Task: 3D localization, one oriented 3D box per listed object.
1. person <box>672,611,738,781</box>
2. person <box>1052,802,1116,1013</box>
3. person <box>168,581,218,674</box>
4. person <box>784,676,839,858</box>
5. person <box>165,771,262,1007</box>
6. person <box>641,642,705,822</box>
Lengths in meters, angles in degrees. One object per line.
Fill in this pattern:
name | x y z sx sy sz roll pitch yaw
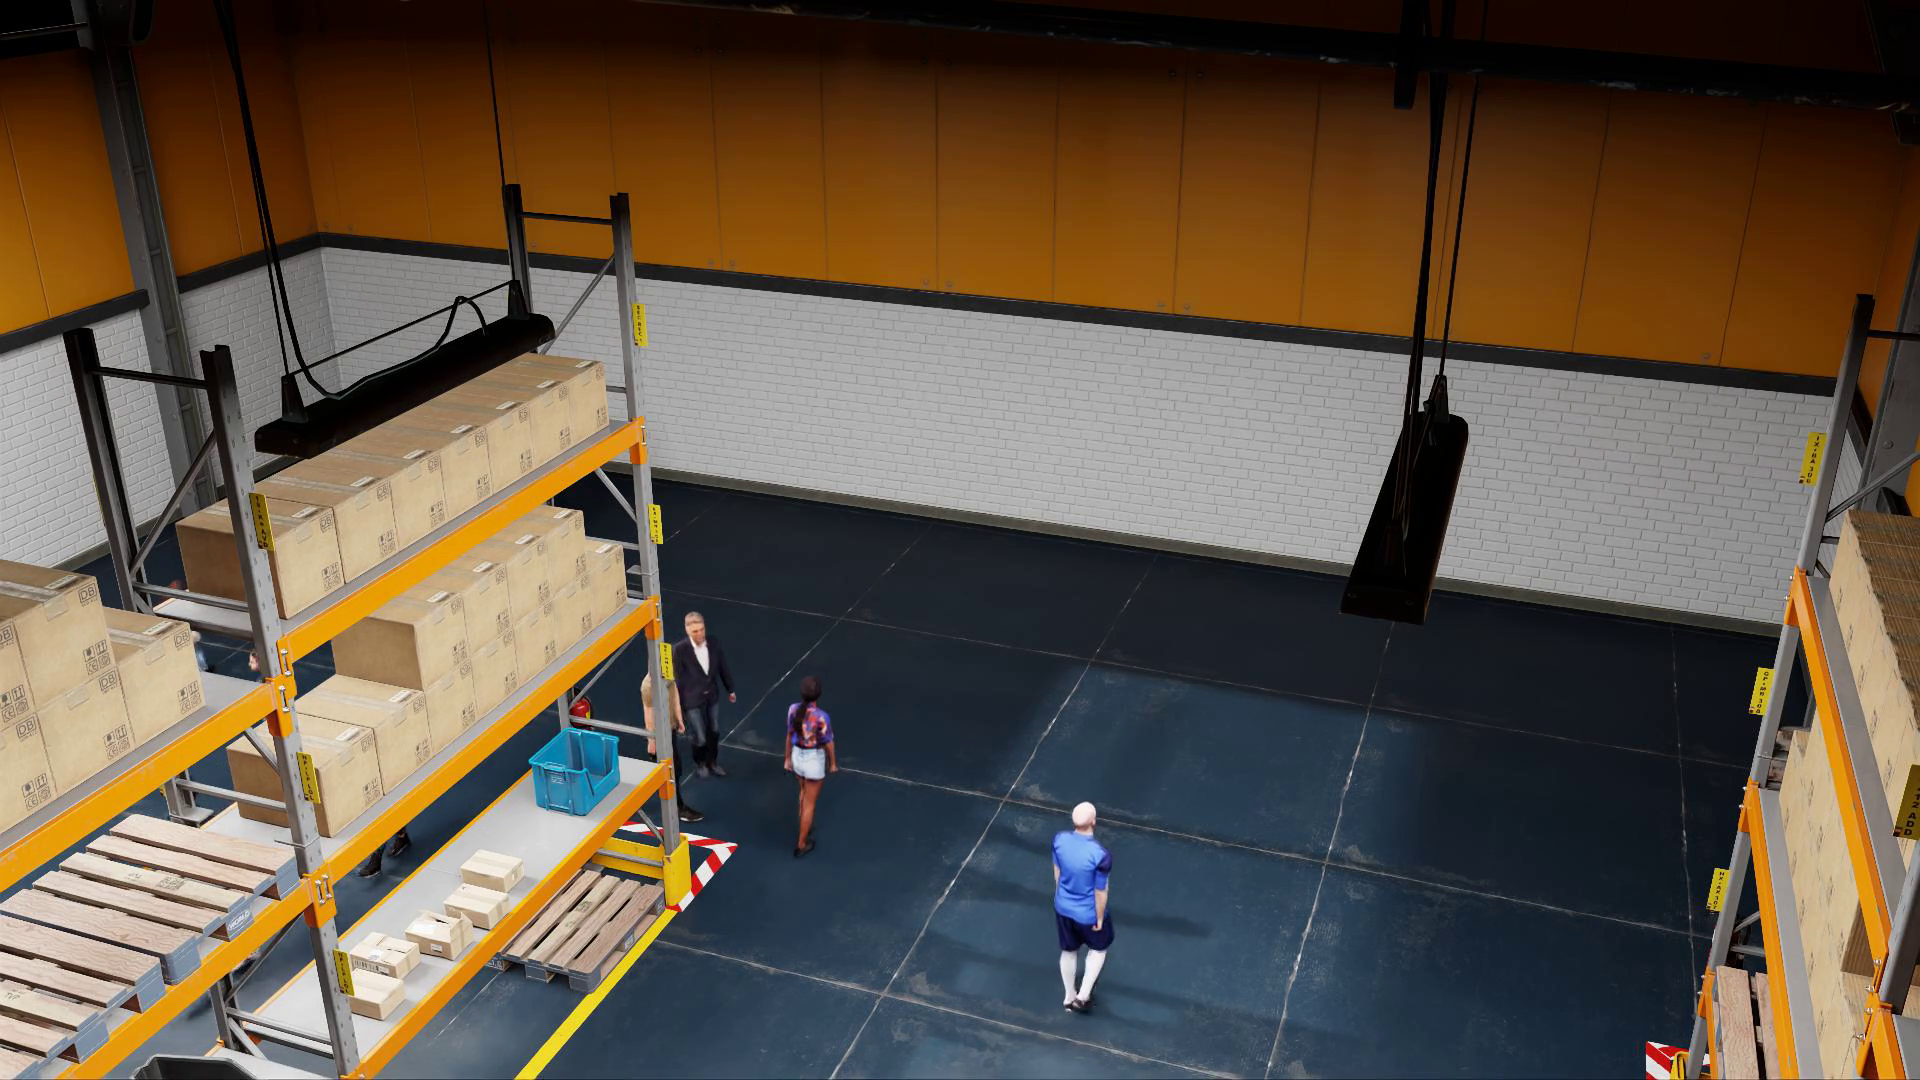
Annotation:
person | -2.491 1.442 15.704 0.846 1.796 0.978 -19 30 -37
person | 0.871 2.809 12.535 0.730 1.829 0.719 14 27 29
person | -8.150 1.014 17.448 0.611 1.184 0.700 1 24 2
person | -1.366 2.014 14.485 0.647 1.725 0.659 12 26 25
person | -5.791 2.590 12.935 0.907 1.910 1.236 16 28 31
person | -2.774 1.725 15.028 0.889 1.819 1.116 3 24 7
